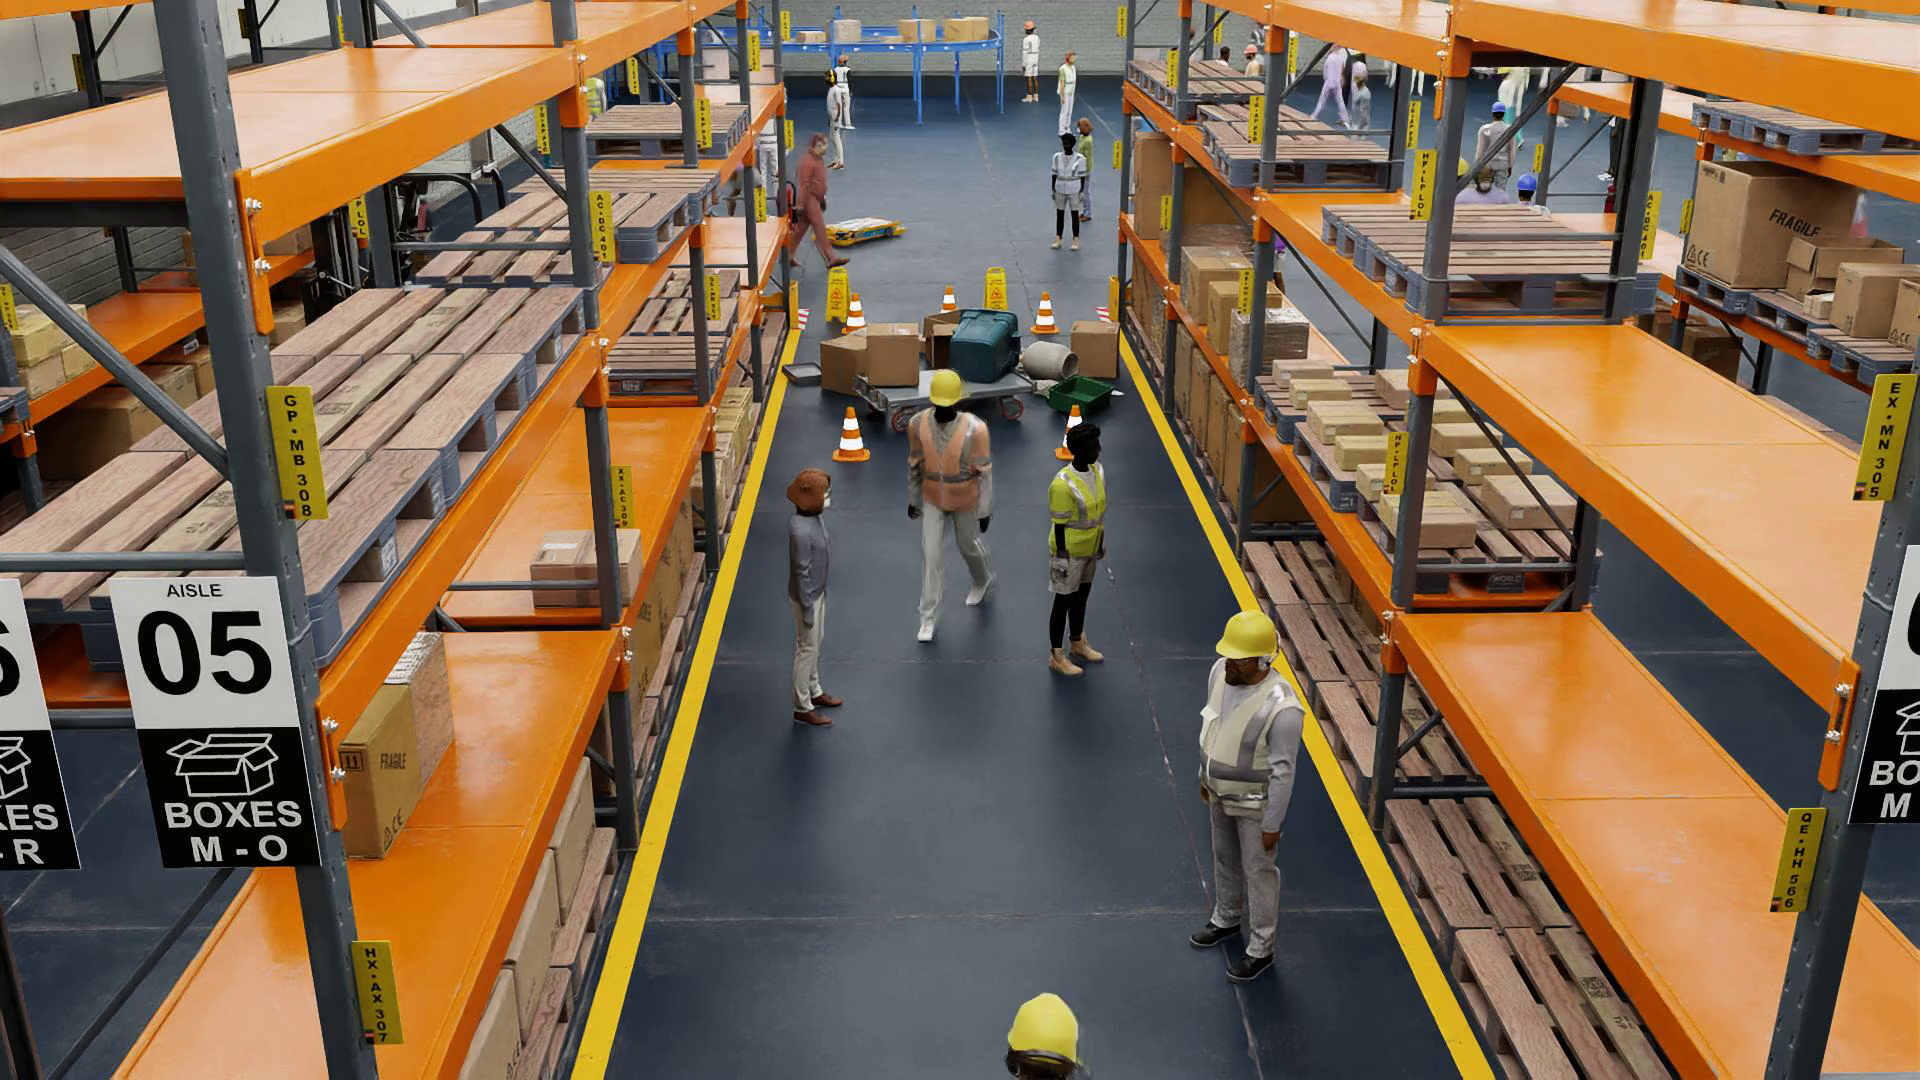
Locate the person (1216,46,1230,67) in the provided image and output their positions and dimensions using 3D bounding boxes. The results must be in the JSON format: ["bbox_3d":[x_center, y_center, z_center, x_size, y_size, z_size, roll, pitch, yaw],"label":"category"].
[{"bbox_3d":[5.756,-9.930,36.793,0.407,1.907,0.597,-5,21,-14],"label":"person"}]

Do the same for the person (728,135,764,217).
[{"bbox_3d":[-3.256,-5.748,25.617,0.917,1.979,0.750,15,25,34],"label":"person"}]

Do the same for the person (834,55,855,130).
[{"bbox_3d":[-2.647,-10.168,37.793,0.512,1.638,0.307,16,26,35],"label":"person"}]

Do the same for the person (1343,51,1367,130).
[{"bbox_3d":[8.853,-9.911,36.759,0.557,1.888,0.629,0,21,1],"label":"person"}]

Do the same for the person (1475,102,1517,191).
[{"bbox_3d":[8.308,-5.818,25.875,0.602,1.938,0.400,2,21,5],"label":"person"}]

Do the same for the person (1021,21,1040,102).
[{"bbox_3d":[1.811,-12.392,43.124,0.402,2.037,0.605,17,26,37],"label":"person"}]

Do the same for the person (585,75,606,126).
[{"bbox_3d":[-7.466,-8.687,33.649,0.634,1.808,0.931,-1,21,-2],"label":"person"}]

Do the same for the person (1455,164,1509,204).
[{"bbox_3d":[6.177,-3.544,19.892,0.637,1.917,0.669,0,21,0],"label":"person"}]

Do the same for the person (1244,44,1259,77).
[{"bbox_3d":[6.421,-9.989,36.899,0.357,1.937,0.551,2,21,4],"label":"person"}]

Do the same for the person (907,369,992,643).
[{"bbox_3d":[-0.057,-0.314,11.430,0.637,1.876,0.963,7,22,17],"label":"person"}]

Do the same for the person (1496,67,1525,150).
[{"bbox_3d":[11.407,-9.003,34.593,0.826,1.724,0.558,9,23,23],"label":"person"}]

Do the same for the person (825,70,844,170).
[{"bbox_3d":[-2.421,-8.056,31.887,0.310,1.868,0.532,-7,22,-18],"label":"person"}]

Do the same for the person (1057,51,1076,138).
[{"bbox_3d":[2.325,-9.731,36.360,0.389,1.837,0.576,11,23,27],"label":"person"}]

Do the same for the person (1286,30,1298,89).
[{"bbox_3d":[9.113,-13.474,46.207,0.584,1.870,0.367,-11,23,-27],"label":"person"}]

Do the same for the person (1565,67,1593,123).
[{"bbox_3d":[14.694,-10.796,39.222,0.520,1.818,0.812,-6,21,-14],"label":"person"}]

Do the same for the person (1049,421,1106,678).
[{"bbox_3d":[0.755,0.048,10.711,0.320,1.693,0.534,14,25,33],"label":"person"}]

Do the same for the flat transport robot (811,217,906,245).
[{"bbox_3d":[-1.533,-4.703,25.246,0.652,0.197,1.431,16,26,37],"label":"flat transport robot"}]

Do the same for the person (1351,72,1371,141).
[{"bbox_3d":[7.376,-7.666,30.779,0.385,1.930,0.630,0,21,0],"label":"person"}]

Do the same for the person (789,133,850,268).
[{"bbox_3d":[-2.042,-4.670,22.972,1.020,1.854,0.679,2,21,4],"label":"person"}]

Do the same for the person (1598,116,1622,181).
[{"bbox_3d":[12.075,-7.584,30.573,0.392,1.917,0.593,5,21,14],"label":"person"}]

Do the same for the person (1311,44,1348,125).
[{"bbox_3d":[8.602,-10.591,38.607,1.057,1.855,0.672,15,26,35],"label":"person"}]

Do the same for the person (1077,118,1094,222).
[{"bbox_3d":[1.990,-5.902,26.536,0.279,1.628,0.505,-3,21,-7],"label":"person"}]

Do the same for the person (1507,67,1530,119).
[{"bbox_3d":[13.220,-10.797,39.459,0.509,1.632,0.265,5,21,14],"label":"person"}]

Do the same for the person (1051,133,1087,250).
[{"bbox_3d":[1.574,-5.085,24.270,0.540,1.696,0.317,9,23,23],"label":"person"}]

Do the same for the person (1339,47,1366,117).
[{"bbox_3d":[9.433,-11.163,39.858,0.741,2.000,0.807,-2,21,-4],"label":"person"}]

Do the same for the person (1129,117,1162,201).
[{"bbox_3d":[3.125,-6.702,28.348,0.626,1.844,0.429,-6,22,-16],"label":"person"}]

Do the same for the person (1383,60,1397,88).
[{"bbox_3d":[12.158,-13.678,46.660,0.609,1.927,0.429,11,24,28],"label":"person"}]

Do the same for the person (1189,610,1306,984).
[{"bbox_3d":[1.292,1.152,7.618,0.404,1.826,0.592,-10,23,-25],"label":"person"}]

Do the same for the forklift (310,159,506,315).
[{"bbox_3d":[-5.622,-2.910,17.832,2.313,2.155,1.214,-1,21,-1],"label":"forklift"}]

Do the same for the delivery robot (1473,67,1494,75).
[{"bbox_3d":[15.526,-14.013,49.328,0.477,0.478,0.707,-6,22,-16],"label":"delivery robot"}]

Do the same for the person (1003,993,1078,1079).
[{"bbox_3d":[0.189,2.164,5.059,0.573,1.743,0.416,-15,26,-35],"label":"person"}]

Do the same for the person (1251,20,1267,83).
[{"bbox_3d":[8.319,-13.562,46.232,0.611,2.021,0.887,-10,23,-25],"label":"person"}]

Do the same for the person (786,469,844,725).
[{"bbox_3d":[-0.890,0.339,10.039,0.296,1.622,0.511,2,21,5],"label":"person"}]
